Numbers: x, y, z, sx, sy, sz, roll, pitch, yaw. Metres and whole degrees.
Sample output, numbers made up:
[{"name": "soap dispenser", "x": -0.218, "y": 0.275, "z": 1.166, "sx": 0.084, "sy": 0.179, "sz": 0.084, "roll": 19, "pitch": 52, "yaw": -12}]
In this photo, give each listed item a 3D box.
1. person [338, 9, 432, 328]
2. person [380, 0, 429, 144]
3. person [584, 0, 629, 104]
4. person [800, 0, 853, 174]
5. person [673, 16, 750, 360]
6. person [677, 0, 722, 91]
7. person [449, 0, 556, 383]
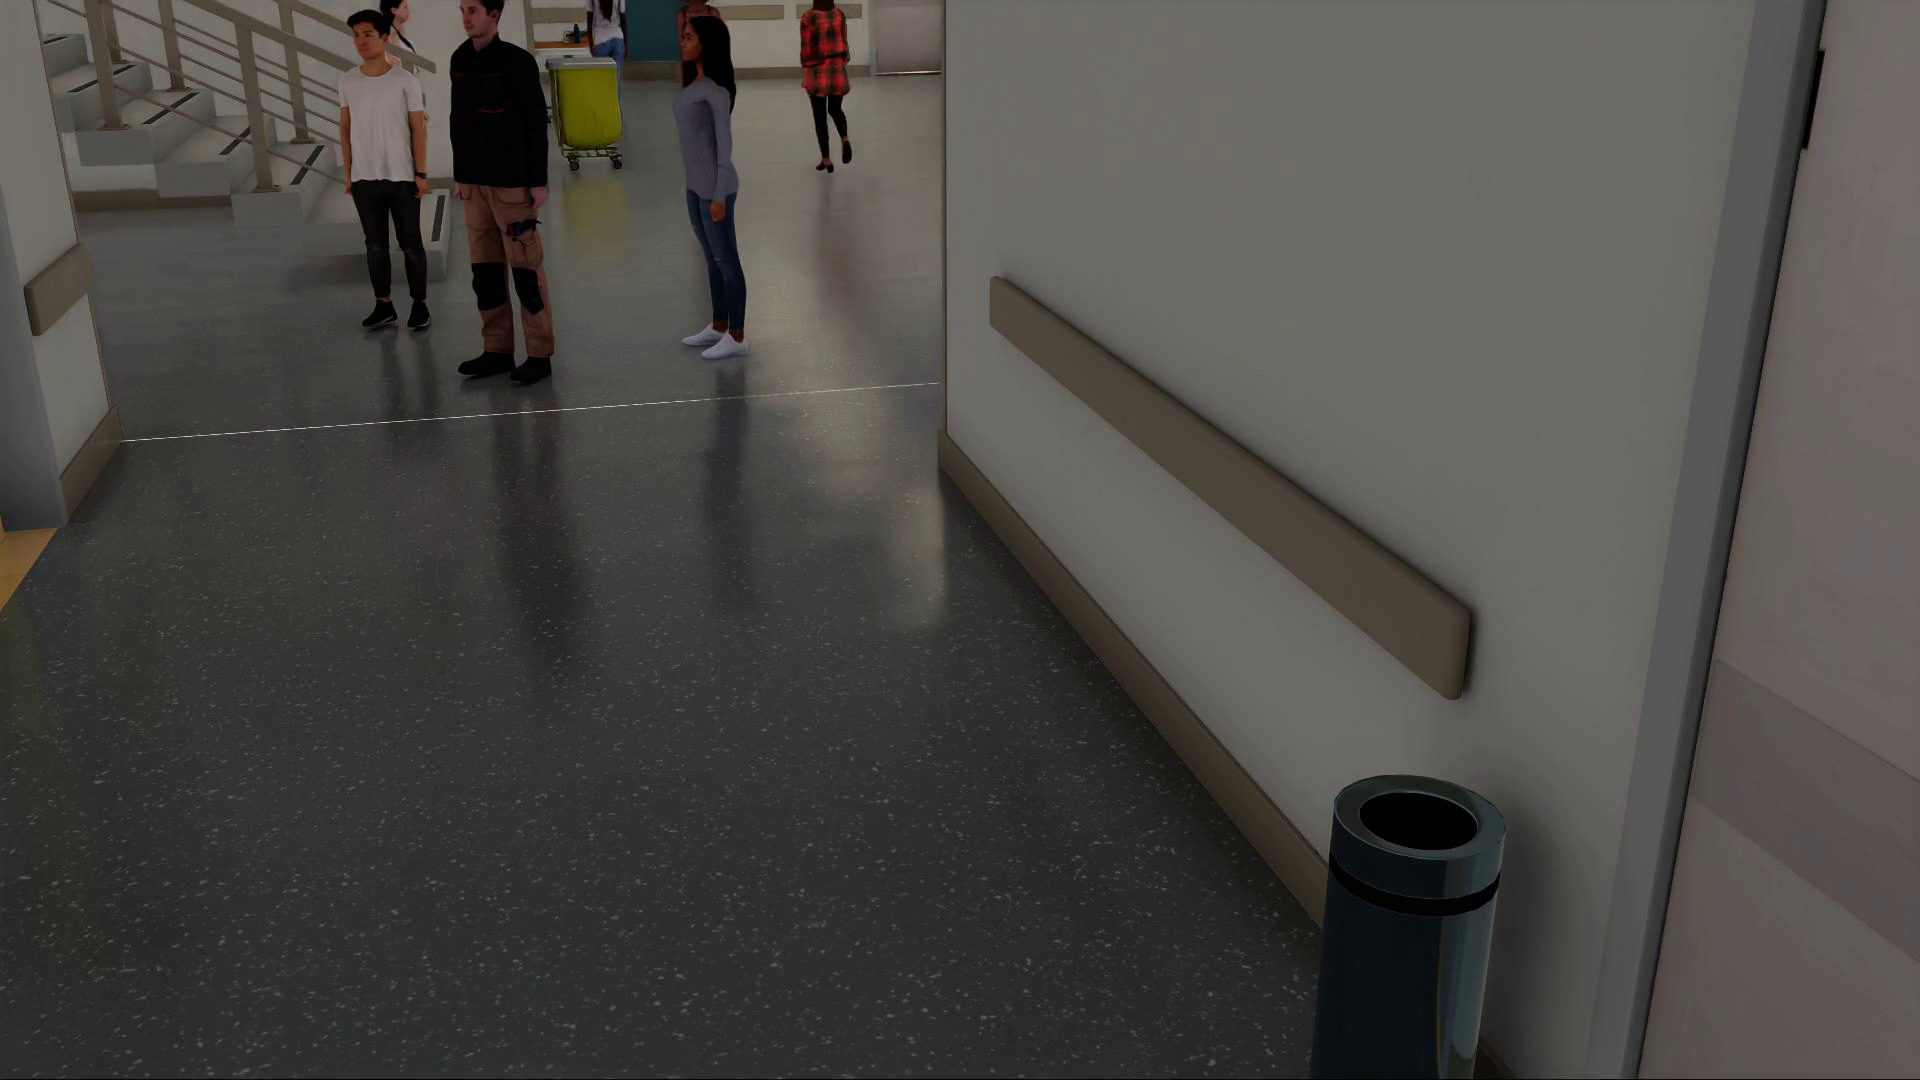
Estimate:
[{"name": "person", "x": -3.186, "y": -2.054, "z": 9.236, "sx": 0.588, "sy": 1.722, "sz": 0.748, "roll": 2, "pitch": 21, "yaw": 4}, {"name": "person", "x": -4.461, "y": -3.445, "z": 13.072, "sx": 0.667, "sy": 1.638, "sz": 0.557, "roll": -6, "pitch": 22, "yaw": -15}, {"name": "person", "x": -3.775, "y": -5.317, "z": 17.914, "sx": 0.702, "sy": 1.708, "sz": 0.665, "roll": -7, "pitch": 22, "yaw": -18}, {"name": "person", "x": -1.142, "y": -4.096, "z": 14.720, "sx": 0.762, "sy": 1.688, "sz": 0.796, "roll": -12, "pitch": 24, "yaw": -29}, {"name": "person", "x": -1.276, "y": -1.830, "z": 8.671, "sx": 0.567, "sy": 1.735, "sz": 0.635, "roll": -9, "pitch": 22, "yaw": -22}, {"name": "person", "x": -2.171, "y": -3.918, "z": 14.173, "sx": 1.047, "sy": 1.742, "sz": 0.734, "roll": -2, "pitch": 21, "yaw": -5}, {"name": "person", "x": -2.262, "y": -1.747, "z": 8.182, "sx": 0.768, "sy": 1.924, "sz": 0.853, "roll": 9, "pitch": 23, "yaw": 23}]
